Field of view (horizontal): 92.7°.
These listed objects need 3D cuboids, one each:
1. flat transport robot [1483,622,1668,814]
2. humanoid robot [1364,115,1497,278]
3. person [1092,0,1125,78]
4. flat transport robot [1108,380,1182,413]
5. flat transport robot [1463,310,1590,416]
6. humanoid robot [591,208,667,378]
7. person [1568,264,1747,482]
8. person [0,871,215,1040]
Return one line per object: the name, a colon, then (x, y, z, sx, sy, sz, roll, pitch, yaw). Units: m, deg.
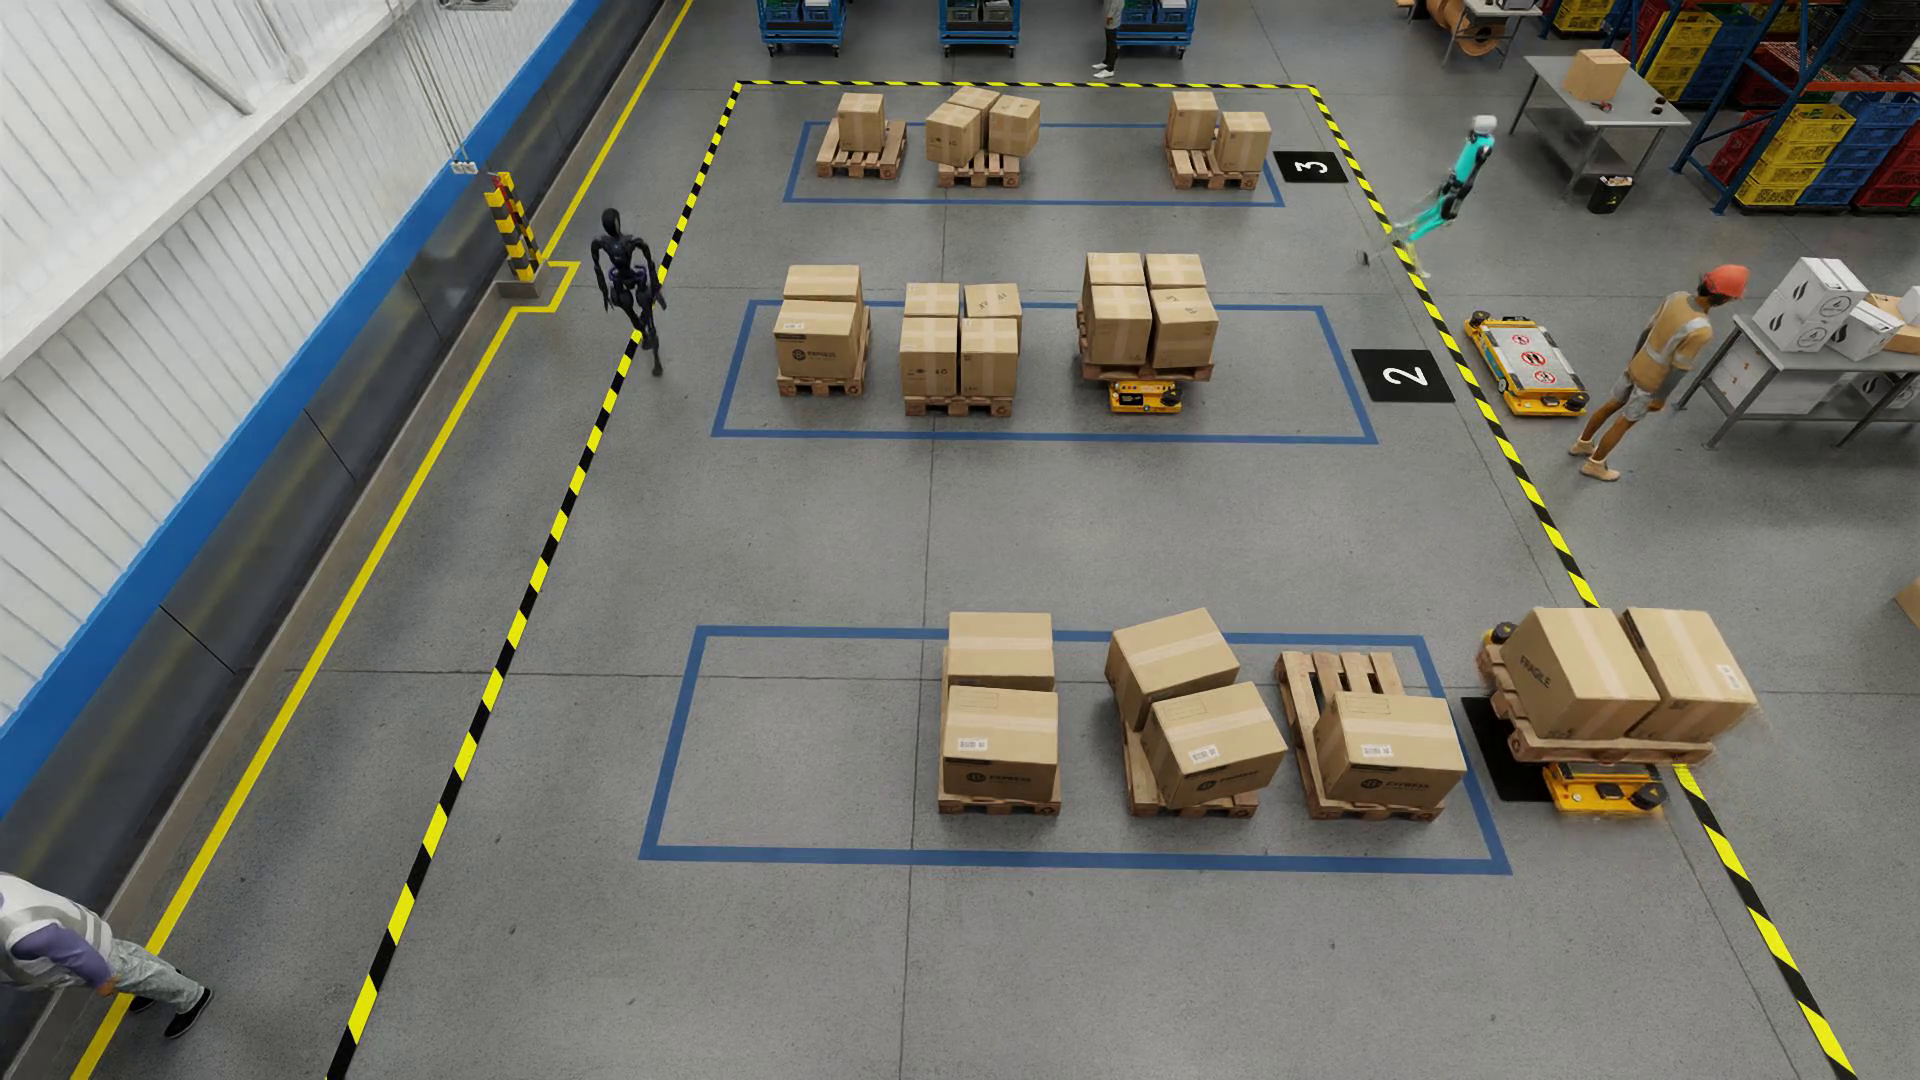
flat transport robot: (4.305, 1.212, 6.466, 0.652, 0.197, 1.431, 1, 49, 1)
humanoid robot: (4.880, -3.578, 9.693, 0.887, 1.814, 0.562, 9, 50, 8)
person: (2.153, -7.605, 13.069, 0.370, 1.852, 0.589, 3, 49, 2)
flat transport robot: (1.773, -1.807, 9.079, 0.652, 0.197, 1.431, 1, 49, 1)
flat transport robot: (5.573, -1.757, 9.054, 0.659, 0.231, 1.431, 1, 49, 1)
humanoid robot: (-3.121, -2.369, 8.682, 0.585, 1.621, 0.791, -7, 49, -6)
person: (5.710, -1.364, 7.541, 0.391, 2.044, 0.607, 5, 49, 5)
person: (-4.555, 2.116, 4.674, 0.588, 1.821, 0.403, 22, 53, 18)
